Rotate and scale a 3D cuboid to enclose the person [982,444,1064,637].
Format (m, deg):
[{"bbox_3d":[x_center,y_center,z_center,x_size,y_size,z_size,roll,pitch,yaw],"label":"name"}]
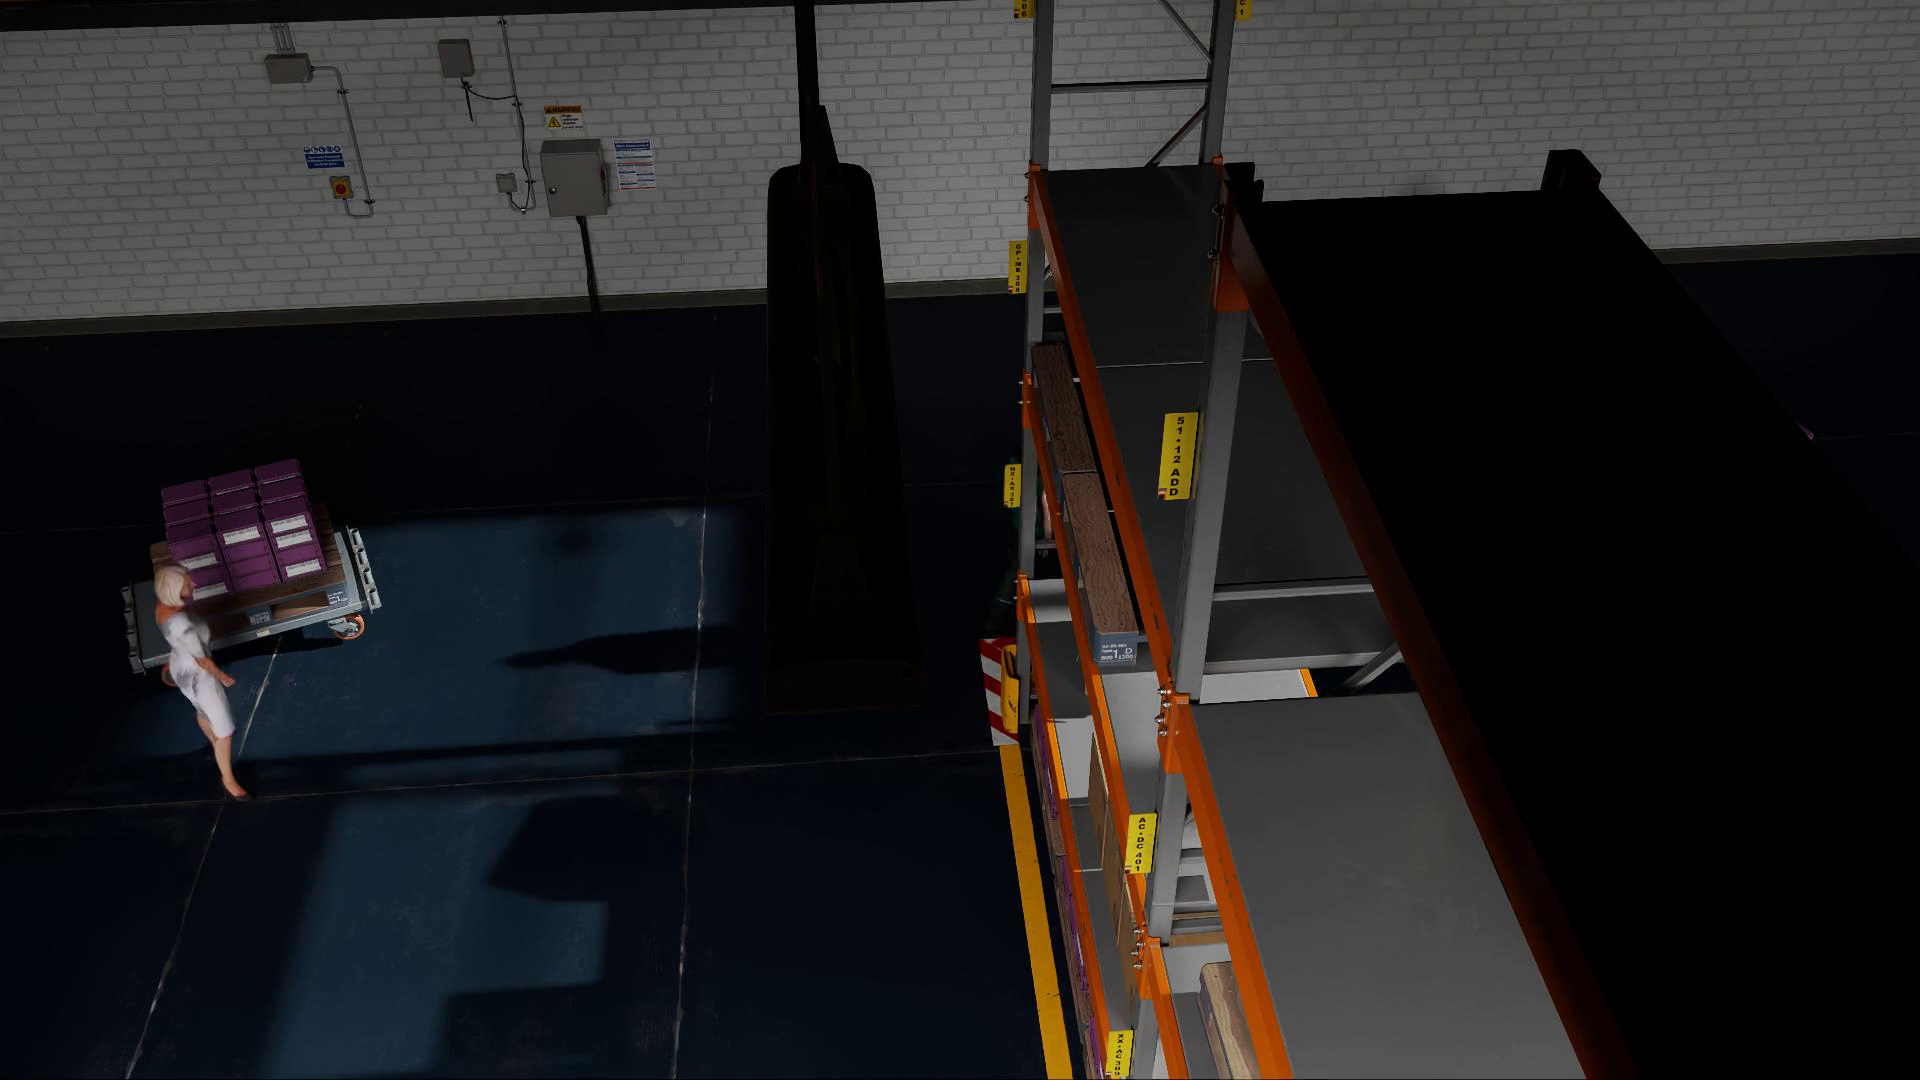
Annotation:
[{"bbox_3d":[0.461,-0.065,11.479,1.135,1.812,1.141,-30,48,-32],"label":"person"}]

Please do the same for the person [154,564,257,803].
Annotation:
[{"bbox_3d":[-4.810,0.838,10.412,0.806,1.734,0.965,26,45,28],"label":"person"}]
